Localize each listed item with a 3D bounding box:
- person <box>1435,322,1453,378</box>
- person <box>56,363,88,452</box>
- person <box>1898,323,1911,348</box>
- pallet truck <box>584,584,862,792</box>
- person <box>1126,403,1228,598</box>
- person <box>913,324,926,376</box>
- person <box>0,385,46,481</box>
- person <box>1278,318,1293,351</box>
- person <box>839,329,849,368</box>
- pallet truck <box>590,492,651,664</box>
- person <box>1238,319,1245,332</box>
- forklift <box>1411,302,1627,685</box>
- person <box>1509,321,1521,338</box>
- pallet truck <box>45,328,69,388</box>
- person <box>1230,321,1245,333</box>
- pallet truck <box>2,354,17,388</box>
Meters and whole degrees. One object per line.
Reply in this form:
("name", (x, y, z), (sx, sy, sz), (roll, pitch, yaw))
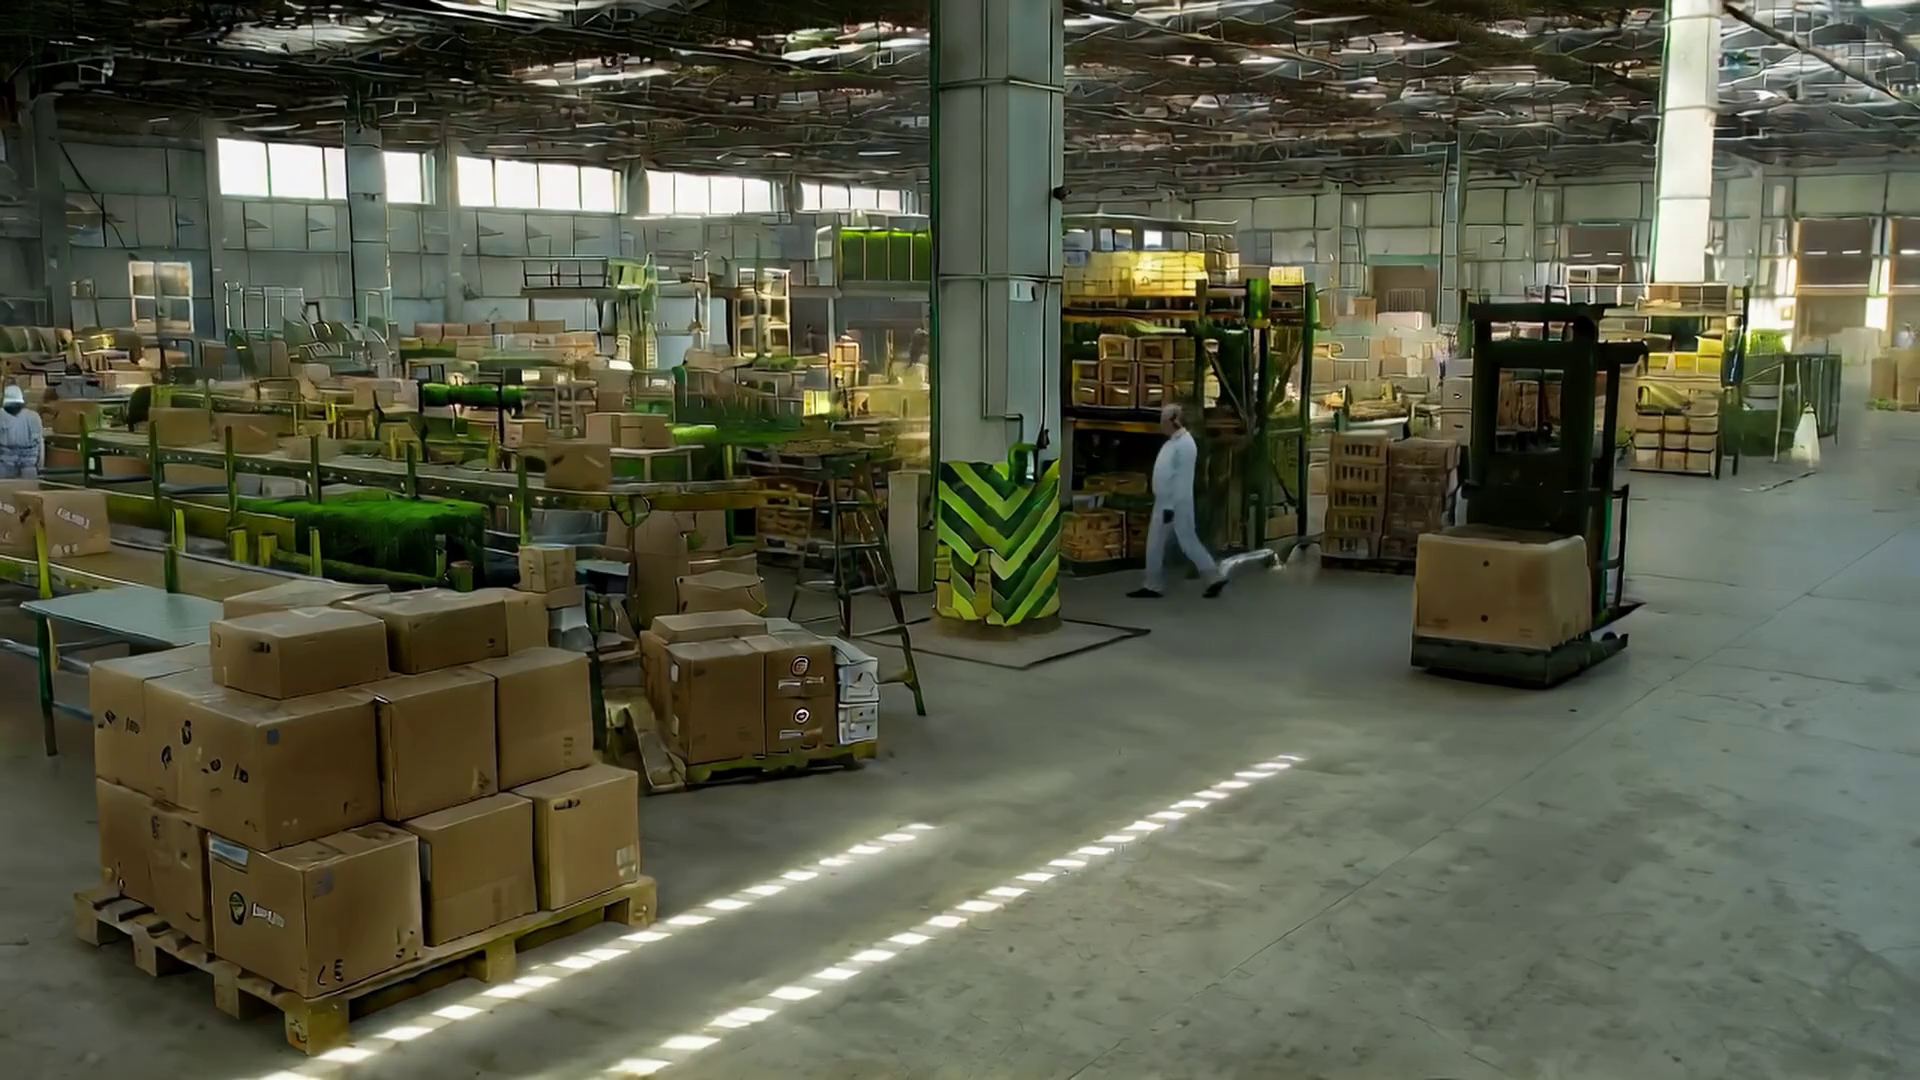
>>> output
("person", (16.347, -6.391, 56.191), (0.568, 1.922, 0.475), (2, 9, 16))
("person", (-16.239, -2.427, 30.443), (0.508, 1.632, 0.265), (-2, 9, -14))
("person", (32.263, -6.470, 56.854), (0.337, 1.882, 0.584), (5, 10, 28))
("pallet truck", (-1.426, 0.805, 10.019), (1.601, 1.201, 0.680), (-4, 9, -26))
("person", (2.092, -0.364, 15.741), (0.913, 1.878, 0.637), (-2, 9, -10))
("person", (-1.407, -6.591, 57.884), (0.475, 1.822, 0.592), (8, 12, 43))
("person", (-11.114, -0.916, 19.612), (0.591, 1.826, 0.403), (-4, 10, -28))
("person", (13.446, -8.223, 68.739), (0.584, 1.870, 0.422), (5, 10, 29))
("person", (-3.719, -5.932, 53.693), (0.290, 1.746, 0.487), (5, 10, 29))
("pallet truck", (-3.115, 0.344, 12.883), (0.653, 1.274, 1.630), (7, 11, 37))
("person", (11.601, -8.223, 68.546), (0.399, 1.928, 0.542), (3, 9, 21))
("forklift", (4.379, -0.438, 12.852), (1.129, 2.768, 1.873), (7, 11, 37))
("person", (25.810, -9.490, 77.396), (0.530, 1.827, 0.482), (0, 8, 3))
("pallet truck", (-23.775, -4.544, 43.495), (1.885, 1.965, 0.823), (6, 10, 35))
("person", (9.241, -6.307, 55.427), (0.662, 1.974, 0.571), (0, 8, 1))
("pallet truck", (-24.881, -4.417, 42.634), (1.885, 1.965, 0.823), (8, 11, 41))
